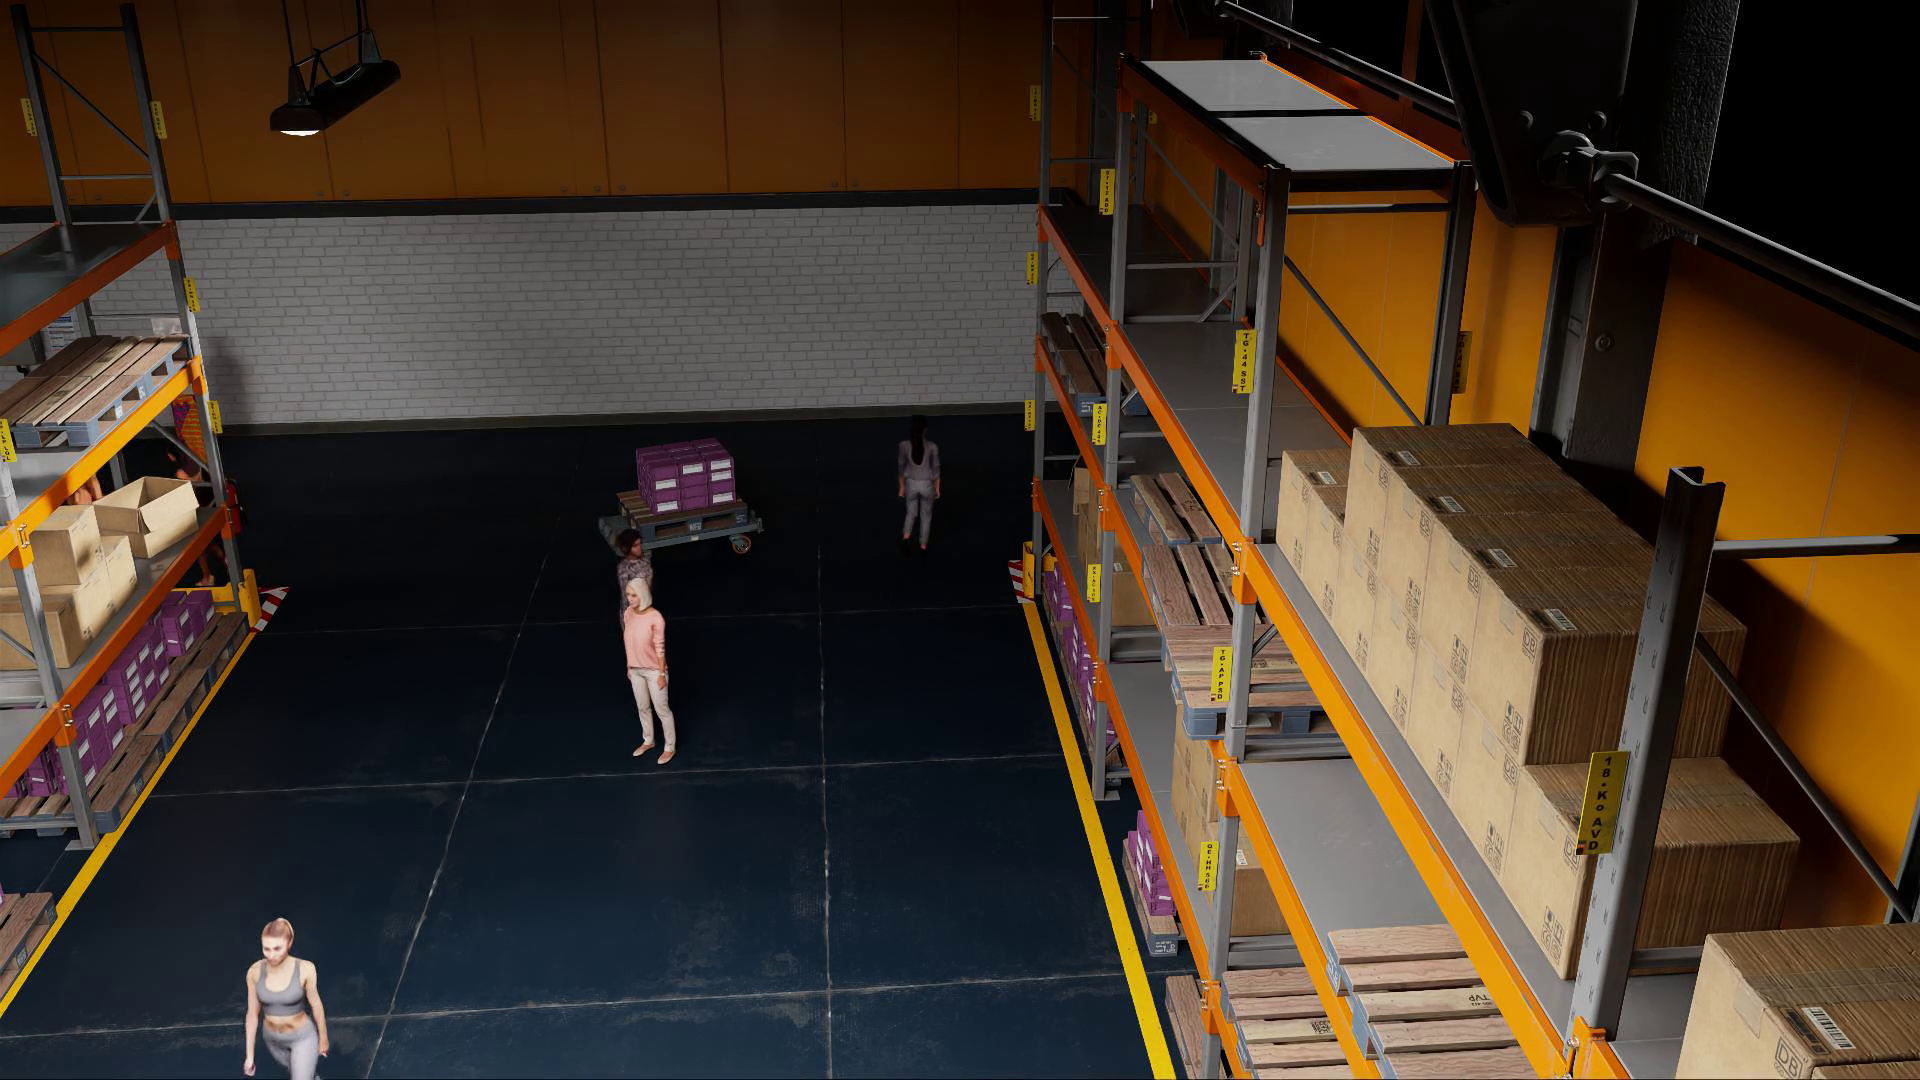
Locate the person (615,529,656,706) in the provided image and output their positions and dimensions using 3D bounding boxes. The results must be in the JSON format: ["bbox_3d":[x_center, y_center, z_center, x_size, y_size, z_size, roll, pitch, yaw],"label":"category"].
[{"bbox_3d":[-2.979,0.678,15.081,0.827,1.704,0.767,19,30,36],"label":"person"}]

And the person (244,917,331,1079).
[{"bbox_3d":[-3.966,2.952,9.934,0.643,1.660,1.124,0,24,-1],"label":"person"}]

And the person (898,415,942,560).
[{"bbox_3d":[-0.454,-0.515,17.862,0.778,1.663,0.908,6,24,14],"label":"person"}]

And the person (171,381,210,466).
[{"bbox_3d":[-9.605,-1.769,20.708,0.670,1.682,0.679,-5,24,-11],"label":"person"}]

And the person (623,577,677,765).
[{"bbox_3d":[-2.645,1.082,14.134,0.671,1.722,0.696,13,27,27],"label":"person"}]

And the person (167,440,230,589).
[{"bbox_3d":[-7.854,-0.257,17.257,0.655,1.675,0.654,-1,24,-1],"label":"person"}]
